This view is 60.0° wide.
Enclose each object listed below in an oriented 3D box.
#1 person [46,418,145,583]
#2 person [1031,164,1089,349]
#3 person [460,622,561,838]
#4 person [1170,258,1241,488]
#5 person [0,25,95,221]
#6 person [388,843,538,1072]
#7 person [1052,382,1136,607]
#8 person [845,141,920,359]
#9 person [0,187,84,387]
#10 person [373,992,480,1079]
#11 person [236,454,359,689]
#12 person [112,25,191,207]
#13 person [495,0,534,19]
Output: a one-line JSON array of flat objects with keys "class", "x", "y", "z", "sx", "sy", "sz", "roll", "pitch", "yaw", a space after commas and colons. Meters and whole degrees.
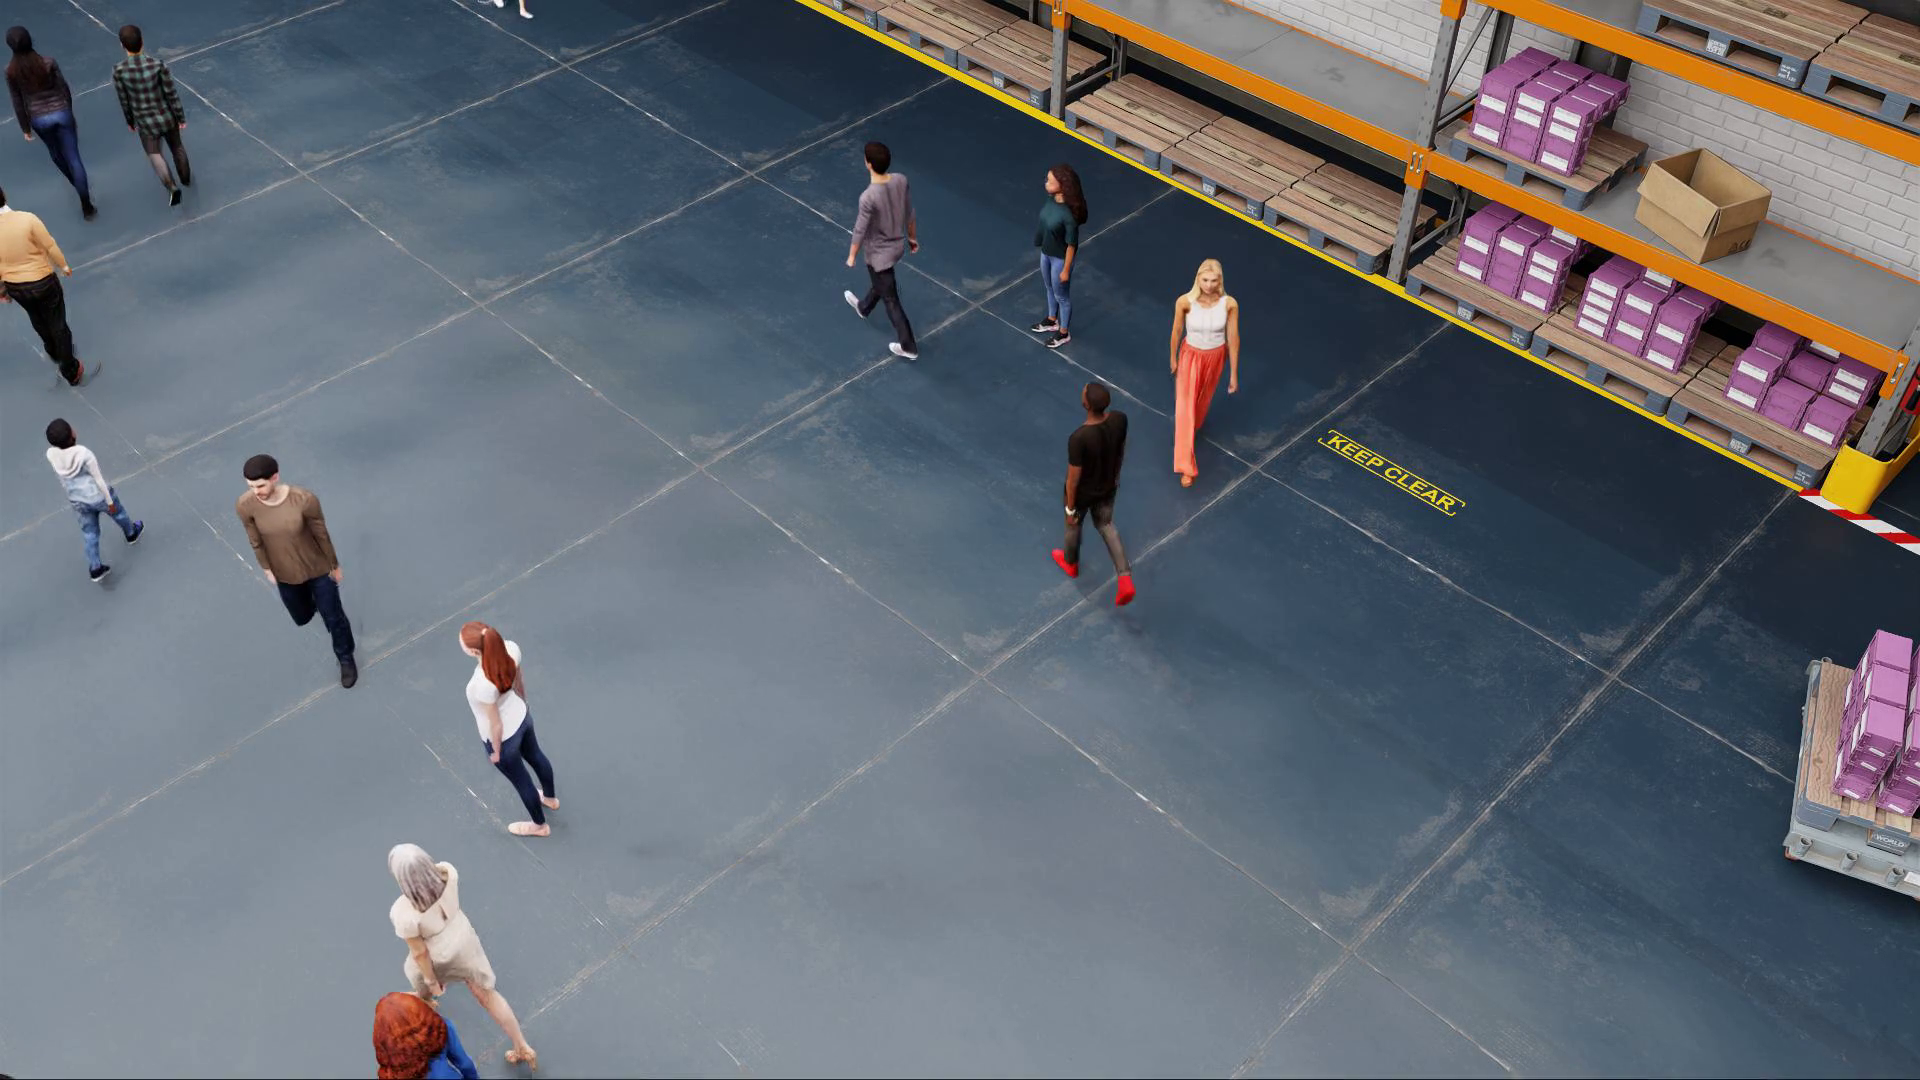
[{"class": "person", "x": -6.052, "y": -0.271, "z": 11.502, "sx": 0.839, "sy": 1.241, "sz": 0.912, "roll": -1, "pitch": 44, "yaw": -1}, {"class": "person", "x": 0.793, "y": -2.291, "z": 13.350, "sx": 0.744, "sy": 1.617, "sz": 0.644, "roll": -17, "pitch": 46, "yaw": -17}, {"class": "person", "x": -2.618, "y": 1.099, "z": 9.704, "sx": 0.672, "sy": 1.738, "sz": 0.653, "roll": 11, "pitch": 45, "yaw": 11}, {"class": "person", "x": 1.783, "y": -1.356, "z": 12.272, "sx": 1.217, "sy": 1.750, "sz": 1.246, "roll": 1, "pitch": 44, "yaw": 1}, {"class": "person", "x": -8.008, "y": -3.649, "z": 14.712, "sx": 0.877, "sy": 1.705, "sz": 1.181, "roll": -19, "pitch": 47, "yaw": -19}, {"class": "person", "x": -2.573, "y": 2.179, "z": 8.612, "sx": 1.244, "sy": 1.681, "sz": 0.849, "roll": 20, "pitch": 47, "yaw": 20}, {"class": "person", "x": 0.942, "y": -0.293, "z": 11.131, "sx": 0.840, "sy": 1.784, "sz": 1.146, "roll": -23, "pitch": 48, "yaw": -22}, {"class": "person", "x": -0.528, "y": -2.246, "z": 13.167, "sx": 1.180, "sy": 1.804, "sz": 0.777, "roll": 30, "pitch": 51, "yaw": 28}, {"class": "person", "x": -7.219, "y": -1.948, "z": 12.903, "sx": 0.910, "sy": 1.736, "sz": 1.001, "roll": -7, "pitch": 44, "yaw": -7}, {"class": "person", "x": -2.379, "y": 2.797, "z": 7.895, "sx": 1.205, "sy": 1.773, "sz": 0.886, "roll": 17, "pitch": 46, "yaw": 17}, {"class": "person", "x": -4.198, "y": 0.113, "z": 10.643, "sx": 0.935, "sy": 1.870, "sz": 1.039, "roll": -8, "pitch": 44, "yaw": -8}, {"class": "person", "x": -7.296, "y": -3.797, "z": 15.048, "sx": 0.824, "sy": 1.698, "sz": 0.965, "roll": -20, "pitch": 47, "yaw": -20}, {"class": "person", "x": -4.880, "y": -6.218, "z": 17.733, "sx": 0.836, "sy": 1.256, "sz": 0.528, "roll": 33, "pitch": 52, "yaw": 30}]
